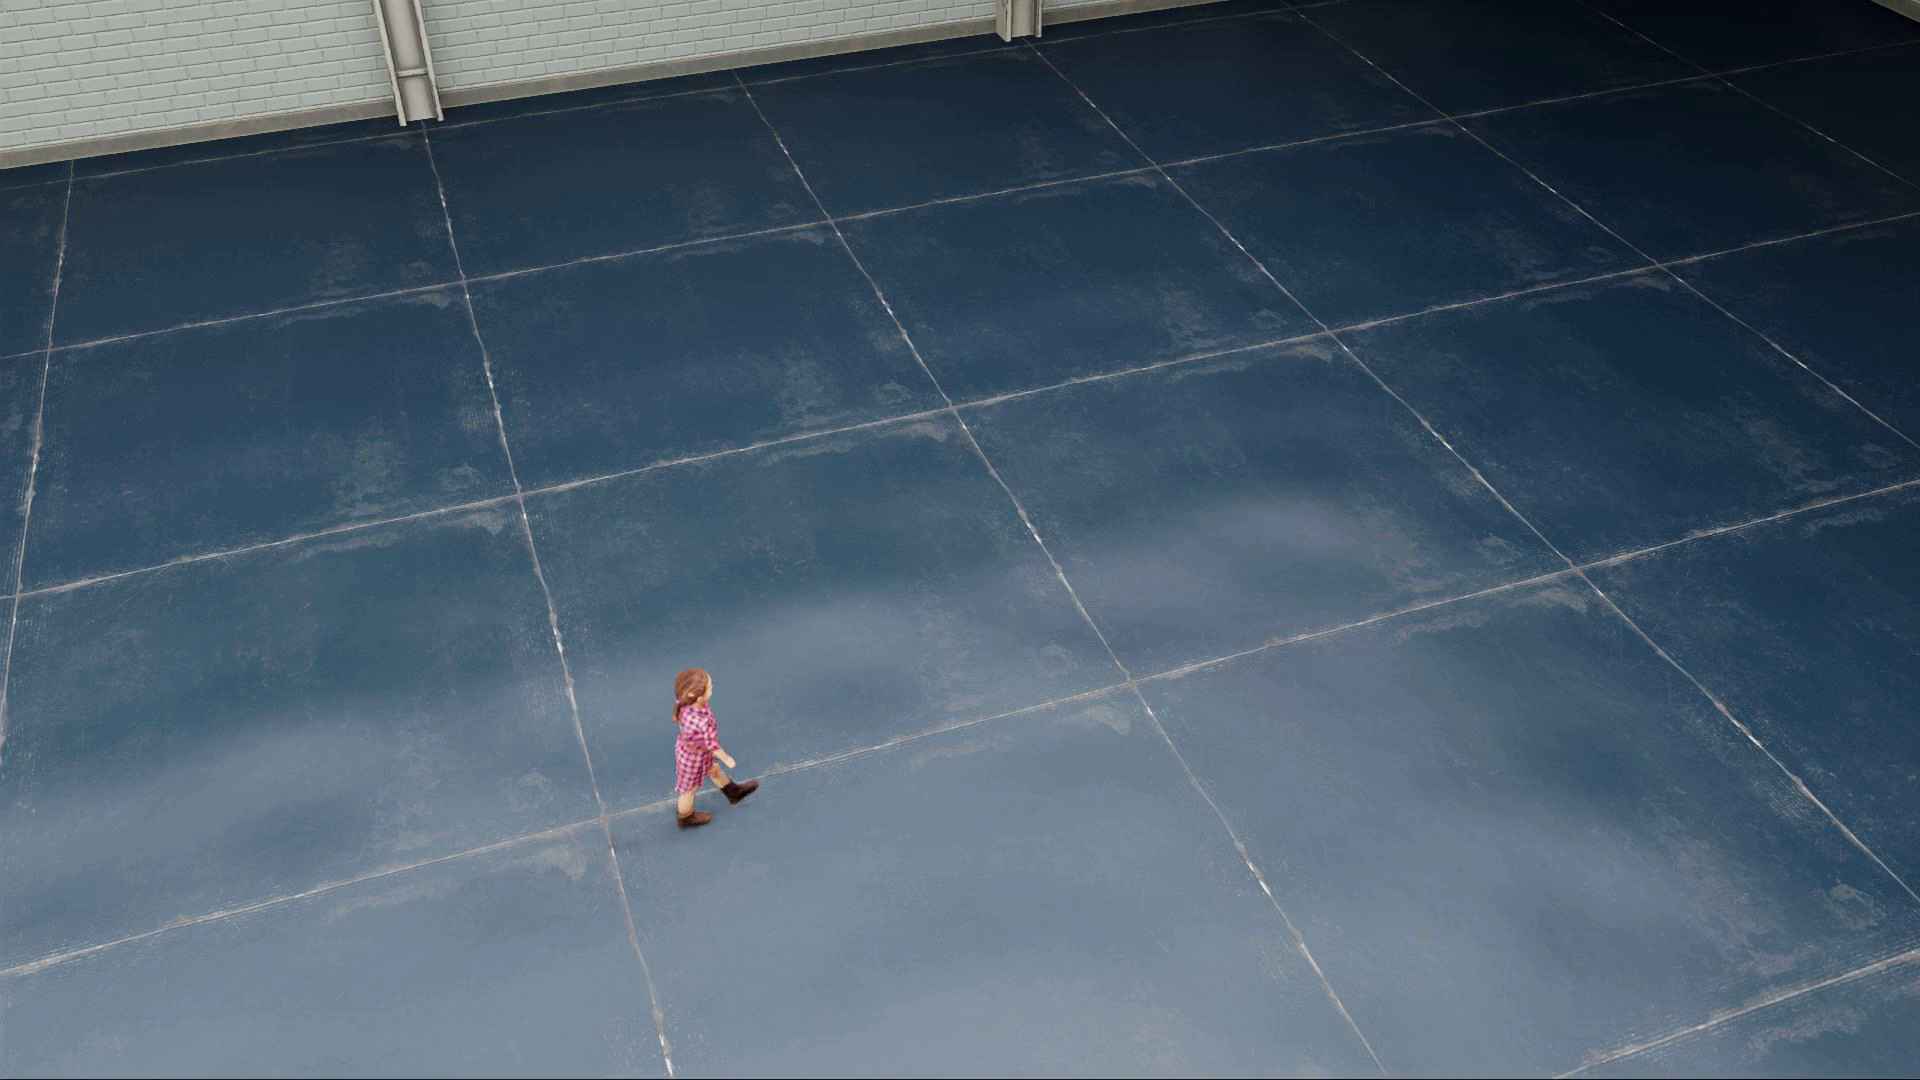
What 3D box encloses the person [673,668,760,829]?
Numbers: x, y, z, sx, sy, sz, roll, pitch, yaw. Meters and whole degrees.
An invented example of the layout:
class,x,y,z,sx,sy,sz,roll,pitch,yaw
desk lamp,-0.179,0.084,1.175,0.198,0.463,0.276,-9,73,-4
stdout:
class,x,y,z,sx,sy,sz,roll,pitch,yaw
person,-1.362,1.069,8.281,0.686,1.004,0.461,-16,41,-19
